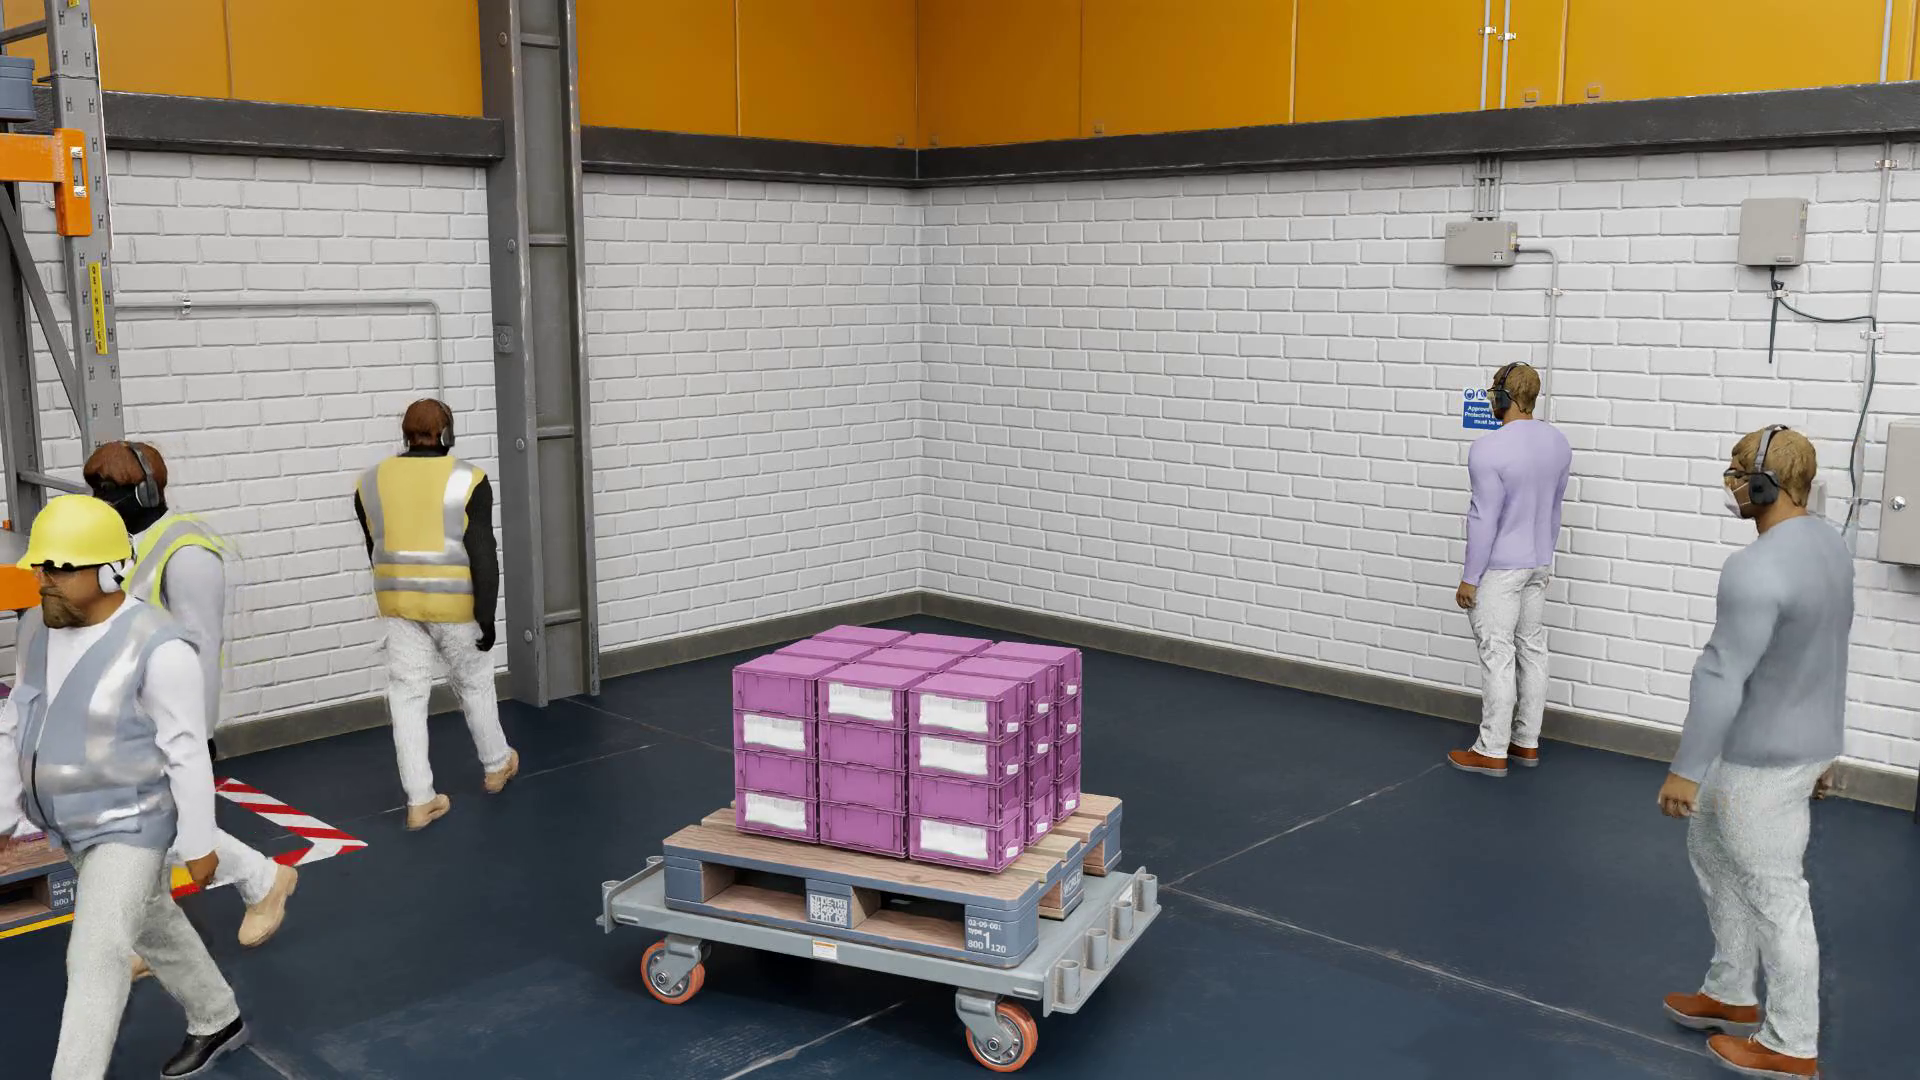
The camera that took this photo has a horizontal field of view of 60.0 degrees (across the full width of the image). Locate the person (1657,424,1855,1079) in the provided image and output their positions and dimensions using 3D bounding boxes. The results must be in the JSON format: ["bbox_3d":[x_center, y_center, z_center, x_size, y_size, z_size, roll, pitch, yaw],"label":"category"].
[{"bbox_3d":[2.281,0.619,4.873,0.662,1.915,0.645,8,12,41],"label":"person"}]

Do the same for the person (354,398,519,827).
[{"bbox_3d":[-2.267,0.282,7.306,0.629,1.803,0.879,0,9,3],"label":"person"}]

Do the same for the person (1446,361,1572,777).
[{"bbox_3d":[2.564,0.137,7.788,0.631,1.940,0.372,-7,11,-35],"label":"person"}]

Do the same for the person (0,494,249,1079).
[{"bbox_3d":[-2.319,0.750,4.529,0.603,1.786,0.945,5,10,28],"label":"person"}]

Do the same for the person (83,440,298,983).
[{"bbox_3d":[-2.619,0.569,5.510,0.624,1.827,0.561,7,12,37],"label":"person"}]
